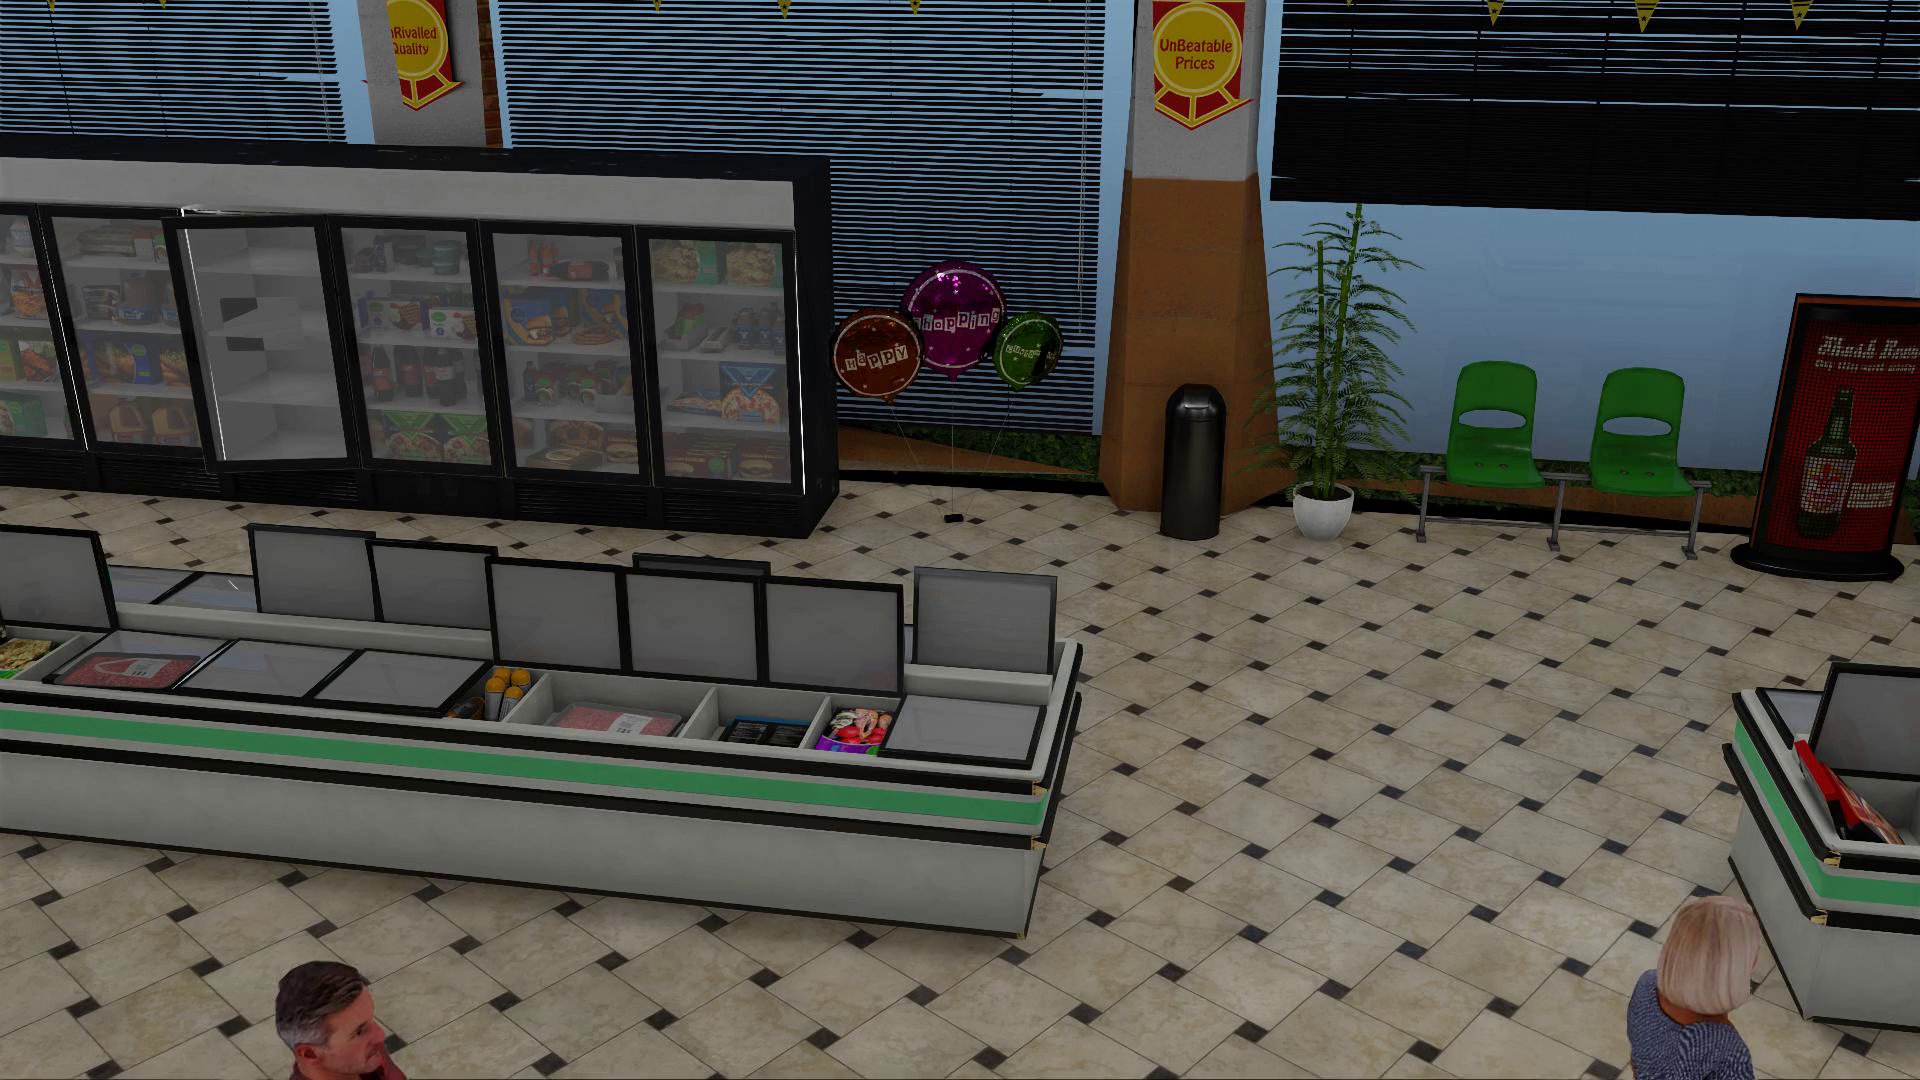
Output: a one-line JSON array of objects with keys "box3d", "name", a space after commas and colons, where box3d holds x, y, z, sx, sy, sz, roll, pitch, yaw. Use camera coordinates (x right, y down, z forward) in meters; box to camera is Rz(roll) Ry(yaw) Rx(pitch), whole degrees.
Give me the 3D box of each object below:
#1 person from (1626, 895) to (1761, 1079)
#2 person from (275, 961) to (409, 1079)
[{"box3d": [1.734, 1.686, 4.286, 1.132, 1.687, 0.921, -7, 23, -17], "name": "person"}, {"box3d": [-1.514, 1.768, 3.950, 1.235, 1.785, 0.827, 0, 22, 1], "name": "person"}]
